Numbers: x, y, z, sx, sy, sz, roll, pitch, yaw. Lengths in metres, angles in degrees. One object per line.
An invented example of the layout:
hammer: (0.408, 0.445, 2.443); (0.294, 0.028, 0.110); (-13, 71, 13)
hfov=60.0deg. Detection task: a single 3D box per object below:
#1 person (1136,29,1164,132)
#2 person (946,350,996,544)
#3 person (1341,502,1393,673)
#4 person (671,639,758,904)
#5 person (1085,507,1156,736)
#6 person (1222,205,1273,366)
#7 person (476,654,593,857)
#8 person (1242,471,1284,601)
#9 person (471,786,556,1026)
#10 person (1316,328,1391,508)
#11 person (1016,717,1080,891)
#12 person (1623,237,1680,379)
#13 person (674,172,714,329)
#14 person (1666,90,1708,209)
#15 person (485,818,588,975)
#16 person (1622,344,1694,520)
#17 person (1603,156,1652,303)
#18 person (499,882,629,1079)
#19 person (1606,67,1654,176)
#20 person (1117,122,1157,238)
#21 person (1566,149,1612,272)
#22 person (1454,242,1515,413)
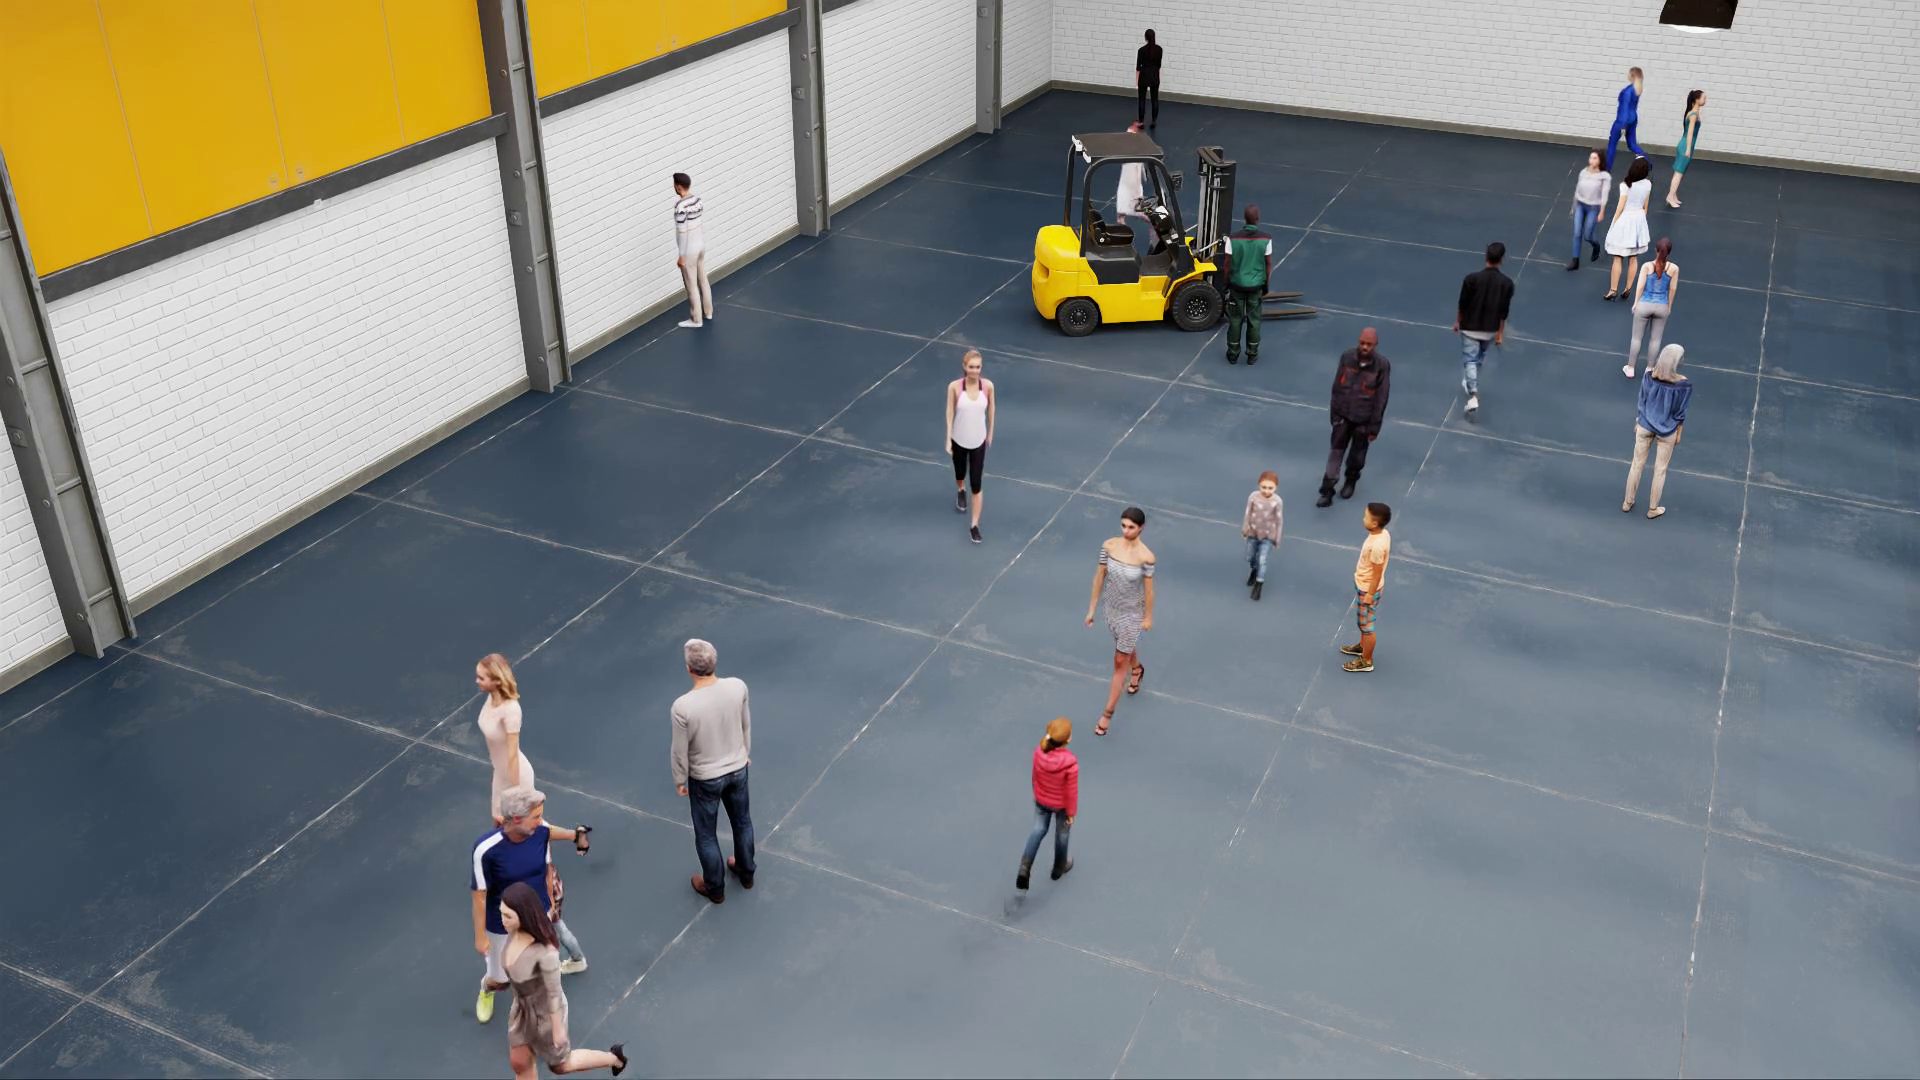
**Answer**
person: (3.161, -7.683, 27.783); (0.678, 1.658, 0.713); (-5, 29, -10)
person: (0.061, -0.928, 15.301); (0.965, 1.751, 1.228); (-1, 29, -2)
person: (3.268, 0.357, 13.250); (0.640, 1.461, 0.494); (5, 29, 9)
person: (-1.560, 1.487, 10.714); (0.762, 1.905, 0.878); (-18, 33, -30)
person: (1.277, 0.537, 12.598); (0.725, 1.768, 1.127); (18, 34, 30)
person: (3.240, -2.878, 18.783); (0.757, 1.839, 0.719); (3, 29, 6)
person: (-2.801, 1.523, 10.747); (1.053, 1.810, 0.895); (-17, 33, -29)
person: (2.609, -0.079, 14.332); (0.497, 1.188, 0.588); (12, 31, 21)
person: (-2.587, 2.148, 9.614); (0.959, 1.797, 0.953); (-21, 35, -34)
person: (3.789, -1.216, 15.786); (0.689, 1.793, 1.079); (13, 31, 23)
person: (0.574, 1.743, 10.869); (0.569, 1.306, 0.805); (17, 33, 29)
person: (7.687, -2.577, 18.473); (0.599, 1.610, 0.588); (7, 29, 13)
person: (-3.207, -3.471, 19.851); (0.763, 1.859, 0.504); (10, 30, 18)
person: (10.498, -5.662, 24.049); (0.589, 1.685, 0.422); (12, 31, 20)
person: (-2.478, 2.161, 10.132); (0.889, 1.278, 0.863); (-4, 29, -8)
person: (6.514, -1.029, 15.542); (0.664, 1.698, 0.634); (20, 35, 33)
person: (8.268, -3.835, 20.561); (0.844, 1.818, 0.887); (-3, 29, -5)
person: (-2.195, 2.523, 9.001); (0.831, 1.726, 1.106); (26, 38, 38)
person: (10.194, -6.280, 25.198); (1.136, 1.669, 0.937); (-25, 38, -38)
person: (2.359, -4.656, 22.119); (1.111, 1.767, 0.843); (-23, 36, -36)
person: (8.202, -4.293, 21.610); (0.890, 1.618, 0.795); (-20, 34, -32)
person: (5.530, -2.223, 17.653); (0.991, 1.773, 1.281); (1, 29, 2)
